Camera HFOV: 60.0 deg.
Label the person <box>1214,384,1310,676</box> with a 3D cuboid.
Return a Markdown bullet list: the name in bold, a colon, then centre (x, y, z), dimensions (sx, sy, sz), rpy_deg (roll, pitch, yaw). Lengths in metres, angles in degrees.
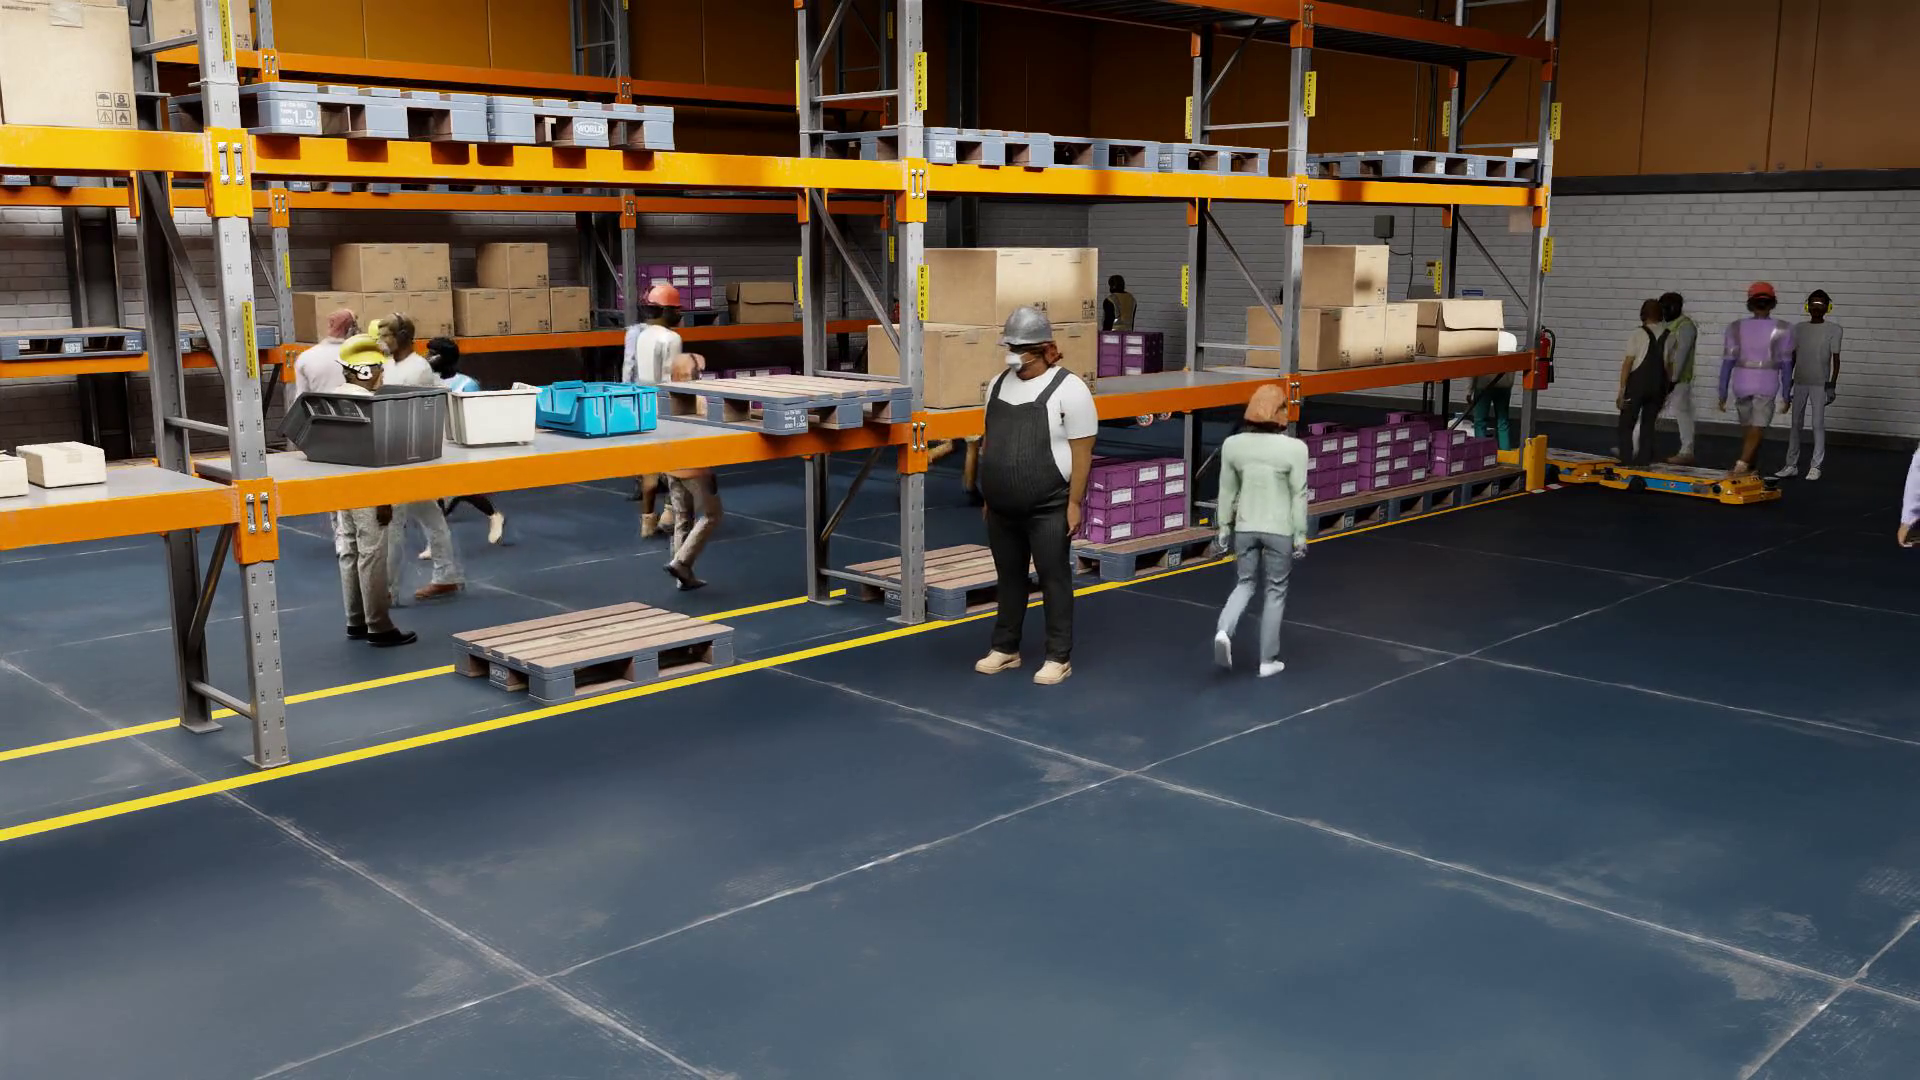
- **person**: centre (1.616, -0.031, 8.973), dimensions (0.504, 1.619, 0.523), rpy_deg (7, 13, 34)

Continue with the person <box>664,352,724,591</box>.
- **person**: centre (-1.826, -0.450, 11.217), dimensions (0.531, 1.623, 0.384), rpy_deg (9, 14, 42)

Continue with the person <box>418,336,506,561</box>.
- **person**: centre (-3.808, -0.704, 12.511), dimensions (0.549, 1.667, 0.691), rpy_deg (4, 11, 23)

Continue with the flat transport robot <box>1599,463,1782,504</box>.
- **flat transport robot**: centre (6.755, -0.541, 15.423), dimensions (0.652, 0.197, 1.431), rpy_deg (-7, 13, -35)

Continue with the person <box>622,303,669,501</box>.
- **person**: centre (-2.857, -1.310, 15.251), dimensions (0.367, 1.883, 0.661), rpy_deg (7, 12, 33)

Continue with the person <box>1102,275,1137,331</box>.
- **person**: centre (2.259, -2.903, 24.027), dimensions (0.429, 1.841, 0.625), rpy_deg (10, 14, 43)

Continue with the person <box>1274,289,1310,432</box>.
- **person**: centre (3.244, -1.581, 16.610), dimensions (1.029, 1.917, 0.612), rpy_deg (-3, 11, -17)

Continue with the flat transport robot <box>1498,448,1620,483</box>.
- **flat transport robot**: centre (5.965, -0.766, 16.648), dimensions (0.652, 0.197, 1.431), rpy_deg (-4, 11, -22)

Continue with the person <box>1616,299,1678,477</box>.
- **person**: centre (6.526, -1.387, 15.864), dimensions (0.575, 1.803, 0.483), rpy_deg (0, 10, 1)

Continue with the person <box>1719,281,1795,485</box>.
- **person**: centre (7.365, -1.404, 15.479), dimensions (0.608, 1.994, 0.987), rpy_deg (10, 14, 43)

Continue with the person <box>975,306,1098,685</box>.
- **person**: centre (0.360, -0.241, 8.958), dimensions (0.684, 2.000, 0.535), rpy_deg (8, 13, 38)

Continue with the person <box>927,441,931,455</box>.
- **person**: centre (-0.505, -1.711, 17.916), dimensions (0.536, 1.695, 0.322), rpy_deg (3, 11, 14)

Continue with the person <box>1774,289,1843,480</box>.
- **person**: centre (8.411, -1.532, 16.454), dimensions (0.328, 1.877, 0.514), rpy_deg (-8, 13, -39)

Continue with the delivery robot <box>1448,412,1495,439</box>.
- **delivery robot**: centre (5.214, -1.090, 17.385), dimensions (0.477, 0.478, 0.707), rpy_deg (-9, 13, -39)

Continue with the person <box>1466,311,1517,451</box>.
- **person**: centre (5.312, -1.515, 16.691), dimensions (0.530, 1.761, 0.349), rpy_deg (-3, 11, -13)

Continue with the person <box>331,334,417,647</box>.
- **person**: centre (-3.491, -0.291, 9.798), dimensions (0.404, 1.834, 0.591), rpy_deg (-9, 14, -41)

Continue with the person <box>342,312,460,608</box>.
- **person**: centre (-3.701, -0.513, 10.794), dimensions (0.880, 1.902, 0.643), rpy_deg (-5, 12, -26)

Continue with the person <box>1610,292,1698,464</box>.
- **person**: centre (7.381, -1.691, 17.502), dimensions (0.922, 1.797, 0.645), rpy_deg (-1, 10, -8)

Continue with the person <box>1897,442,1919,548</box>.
- **person**: centre (5.119, -0.083, 8.464), dimensions (0.939, 1.897, 0.663), rpy_deg (-7, 13, -35)

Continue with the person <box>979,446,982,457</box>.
- **person**: centre (0.347, -1.898, 18.116), dimensions (0.383, 1.996, 0.609), rpy_deg (-2, 11, -11)

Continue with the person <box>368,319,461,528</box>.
- **person**: centre (-4.522, -0.959, 13.688), dimensions (0.643, 1.733, 0.560), rpy_deg (-3, 11, -18)

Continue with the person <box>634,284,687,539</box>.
- **person**: centre (-2.334, -1.010, 13.202), dimensions (0.563, 2.018, 0.637), rpy_deg (-9, 14, -40)

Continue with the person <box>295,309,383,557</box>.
- **person**: centre (-4.679, -0.813, 12.628), dimensions (0.654, 1.857, 0.988), rpy_deg (-1, 10, -6)

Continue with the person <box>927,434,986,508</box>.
- **person**: centre (-0.086, -1.204, 14.566), dimensions (0.792, 1.914, 0.555), rpy_deg (-6, 12, -31)
